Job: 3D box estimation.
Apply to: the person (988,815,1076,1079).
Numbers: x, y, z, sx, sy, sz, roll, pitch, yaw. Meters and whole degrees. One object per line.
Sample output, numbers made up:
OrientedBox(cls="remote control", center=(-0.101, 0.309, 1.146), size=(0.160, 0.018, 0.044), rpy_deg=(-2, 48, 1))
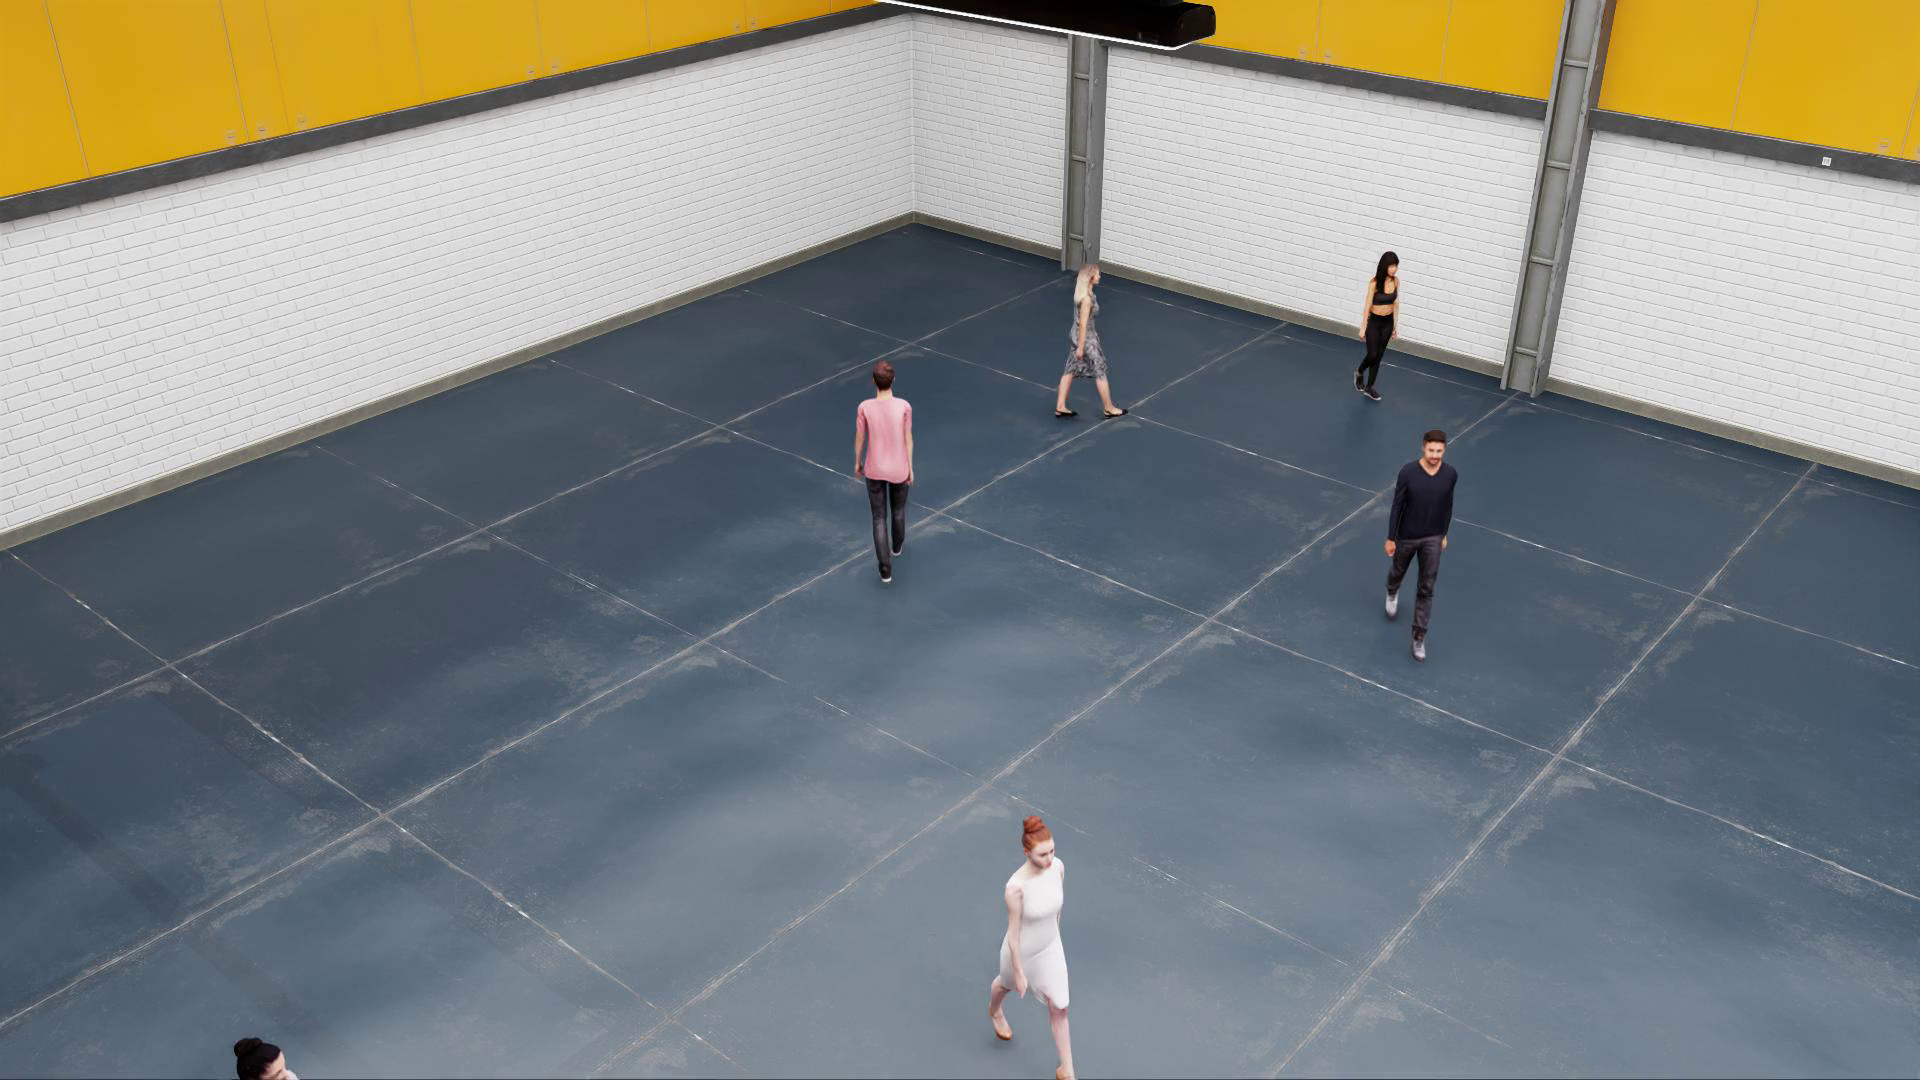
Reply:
OrientedBox(cls="person", center=(0.331, 2.247, 9.199), size=(0.766, 1.738, 1.133), rpy_deg=(-19, 34, -31))

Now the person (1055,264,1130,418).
OrientedBox(cls="person", center=(1.165, -2.011, 17.073), size=(1.010, 1.672, 0.979), rpy_deg=(-5, 29, -8))

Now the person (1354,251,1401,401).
OrientedBox(cls="person", center=(4.401, -2.305, 17.650), size=(0.720, 1.638, 0.783), rpy_deg=(-10, 30, -18))

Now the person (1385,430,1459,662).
OrientedBox(cls="person", center=(3.655, -0.060, 13.337), size=(1.252, 1.826, 1.192), rpy_deg=(3, 29, 5))

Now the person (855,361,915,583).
OrientedBox(cls="person", center=(-0.637, -0.548, 14.122), size=(1.072, 1.930, 1.124), rpy_deg=(-2, 29, -3))
